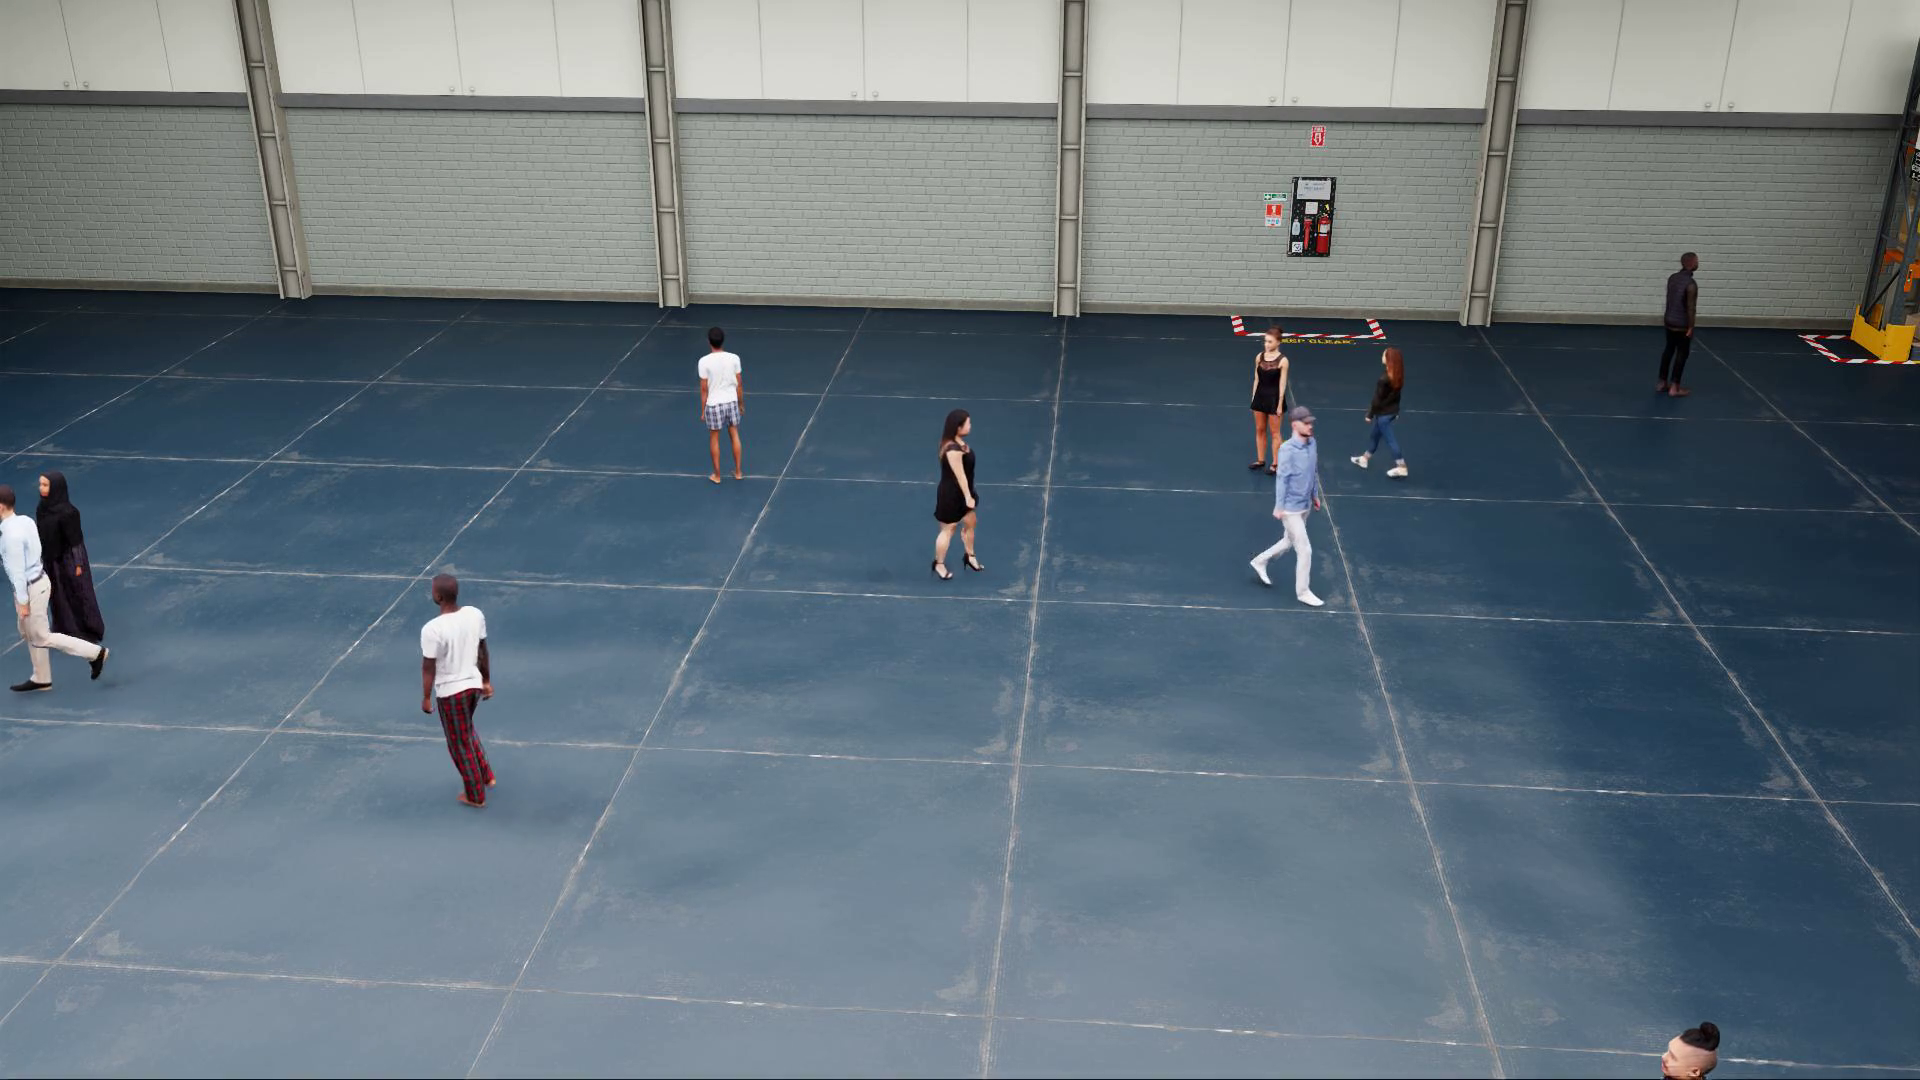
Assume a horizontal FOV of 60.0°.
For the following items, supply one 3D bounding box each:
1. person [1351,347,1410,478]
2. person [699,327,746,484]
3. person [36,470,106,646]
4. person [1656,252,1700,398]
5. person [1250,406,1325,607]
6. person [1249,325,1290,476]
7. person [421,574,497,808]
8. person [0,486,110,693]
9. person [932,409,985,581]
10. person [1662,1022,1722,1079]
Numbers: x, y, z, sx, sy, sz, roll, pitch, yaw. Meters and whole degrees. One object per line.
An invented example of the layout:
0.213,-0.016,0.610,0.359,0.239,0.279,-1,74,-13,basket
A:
4.777,-1.383,18.397,1.045,1.446,0.893,17,29,35,person
-2.621,-1.482,18.267,0.640,1.729,0.780,-9,25,-20,person
-7.835,0.155,14.567,0.637,1.612,0.739,11,25,24,person
9.095,-2.754,21.127,0.737,1.832,0.784,-4,23,-10,person
3.059,-0.364,15.458,1.200,1.870,1.071,20,30,38,person
3.457,-1.569,18.537,0.745,1.679,0.674,-21,31,-40,person
-3.556,1.121,12.029,0.782,1.821,0.771,12,26,27,person
-7.550,0.421,13.667,1.130,1.827,0.916,-8,24,-19,person
-0.137,-0.405,15.775,0.756,1.699,0.681,0,23,1,person
3.321,2.985,7.602,0.703,1.855,0.741,7,24,16,person
